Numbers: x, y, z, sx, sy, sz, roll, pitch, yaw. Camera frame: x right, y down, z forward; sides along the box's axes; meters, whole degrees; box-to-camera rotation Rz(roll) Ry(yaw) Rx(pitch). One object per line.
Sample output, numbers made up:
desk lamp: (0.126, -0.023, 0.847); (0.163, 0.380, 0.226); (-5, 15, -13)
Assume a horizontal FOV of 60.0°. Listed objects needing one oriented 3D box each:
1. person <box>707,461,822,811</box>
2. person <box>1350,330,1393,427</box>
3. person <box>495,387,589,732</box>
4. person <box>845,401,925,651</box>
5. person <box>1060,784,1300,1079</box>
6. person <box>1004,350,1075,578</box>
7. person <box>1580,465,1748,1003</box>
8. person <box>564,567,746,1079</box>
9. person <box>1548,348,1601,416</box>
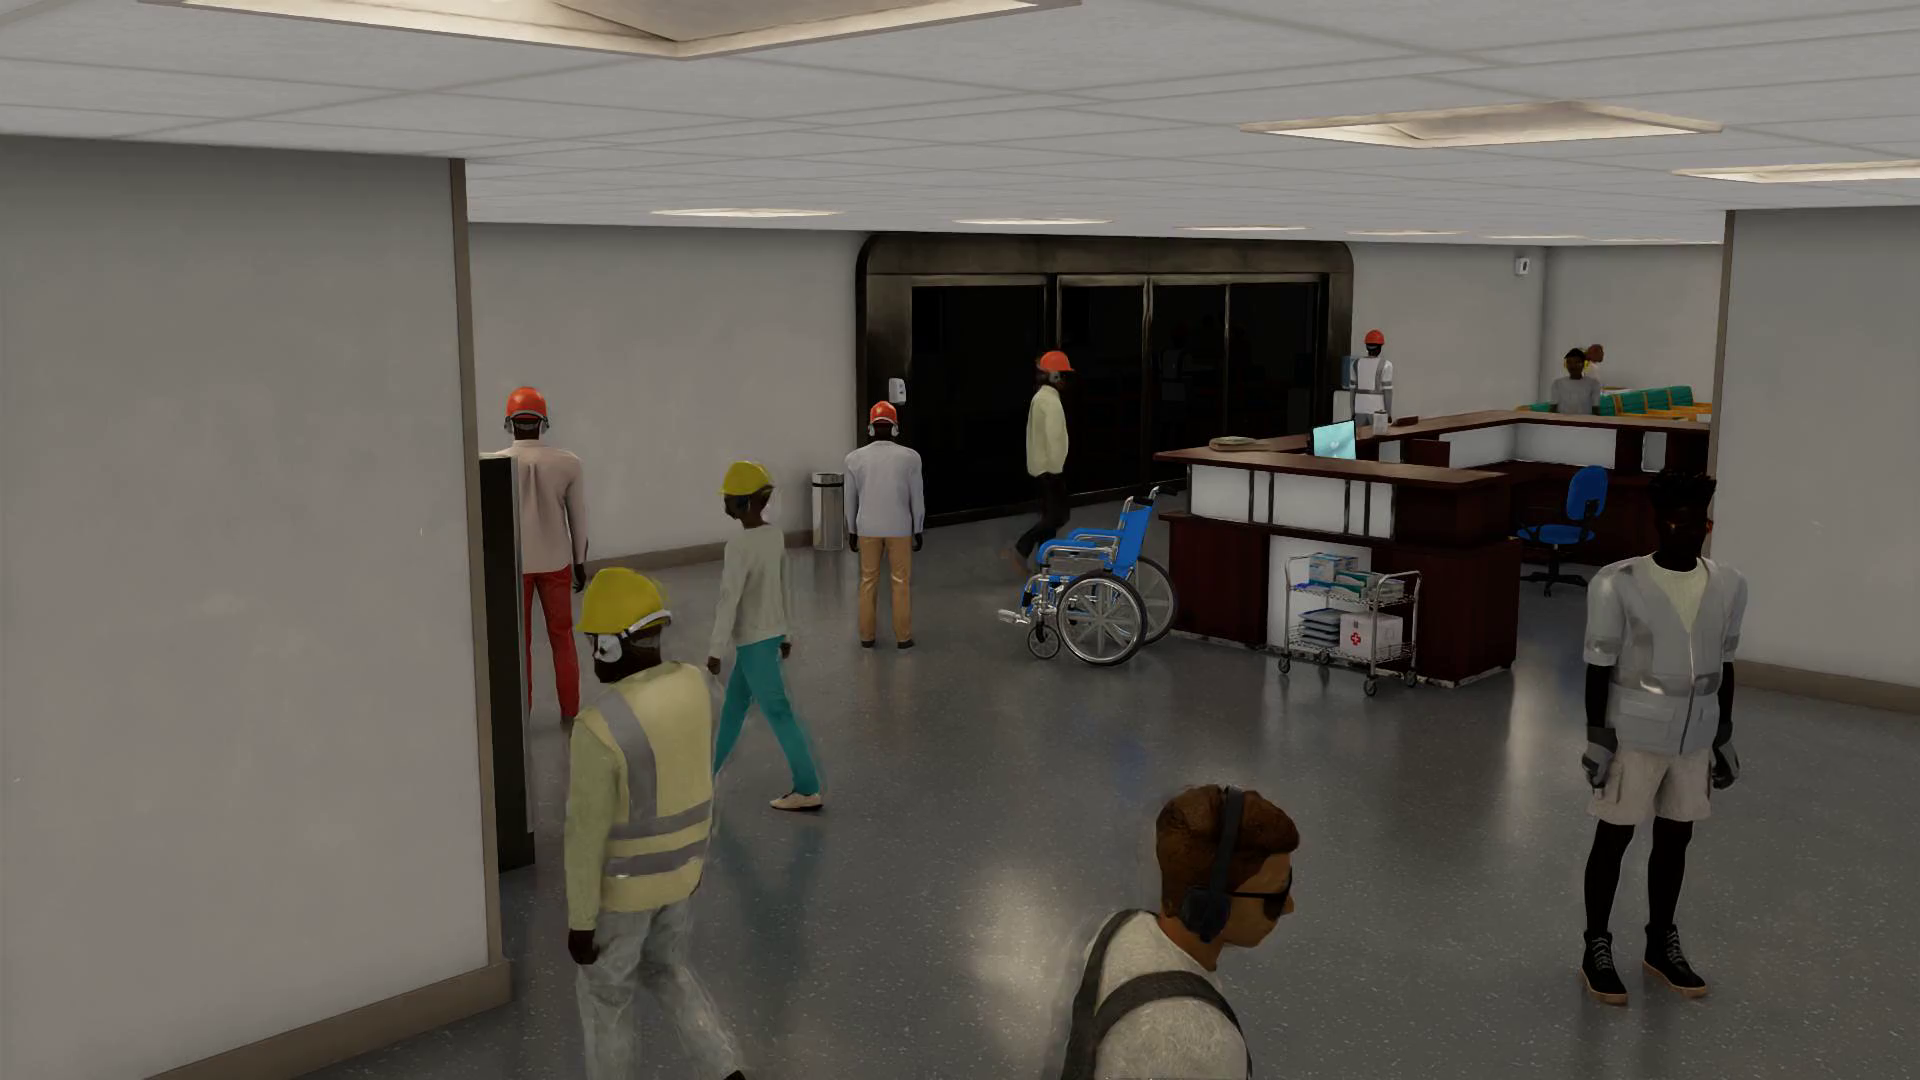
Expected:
person: (-1.068, 0.471, 8.180); (0.895, 1.711, 0.543); (3, 10, 16)
person: (4.973, -1.569, 20.094); (0.550, 1.930, 0.389); (9, 13, 42)
person: (-2.433, 0.126, 9.473); (0.618, 1.993, 0.396); (-4, 10, -24)
person: (-0.521, -0.096, 11.600); (0.564, 1.743, 0.352); (1, 9, 8)
person: (0.372, 1.294, 2.870); (0.646, 1.810, 0.529); (-2, 9, -12)
person: (0.707, -0.616, 14.074); (0.544, 1.977, 0.634); (-1, 9, -7)
person: (2.548, 0.699, 6.047); (0.608, 1.965, 0.370); (-1, 9, -9)
person: (-0.928, 0.968, 4.854); (0.553, 1.809, 0.608); (5, 11, 30)
person: (6.285, -1.055, 17.181); (0.526, 1.843, 0.691); (7, 12, 38)
